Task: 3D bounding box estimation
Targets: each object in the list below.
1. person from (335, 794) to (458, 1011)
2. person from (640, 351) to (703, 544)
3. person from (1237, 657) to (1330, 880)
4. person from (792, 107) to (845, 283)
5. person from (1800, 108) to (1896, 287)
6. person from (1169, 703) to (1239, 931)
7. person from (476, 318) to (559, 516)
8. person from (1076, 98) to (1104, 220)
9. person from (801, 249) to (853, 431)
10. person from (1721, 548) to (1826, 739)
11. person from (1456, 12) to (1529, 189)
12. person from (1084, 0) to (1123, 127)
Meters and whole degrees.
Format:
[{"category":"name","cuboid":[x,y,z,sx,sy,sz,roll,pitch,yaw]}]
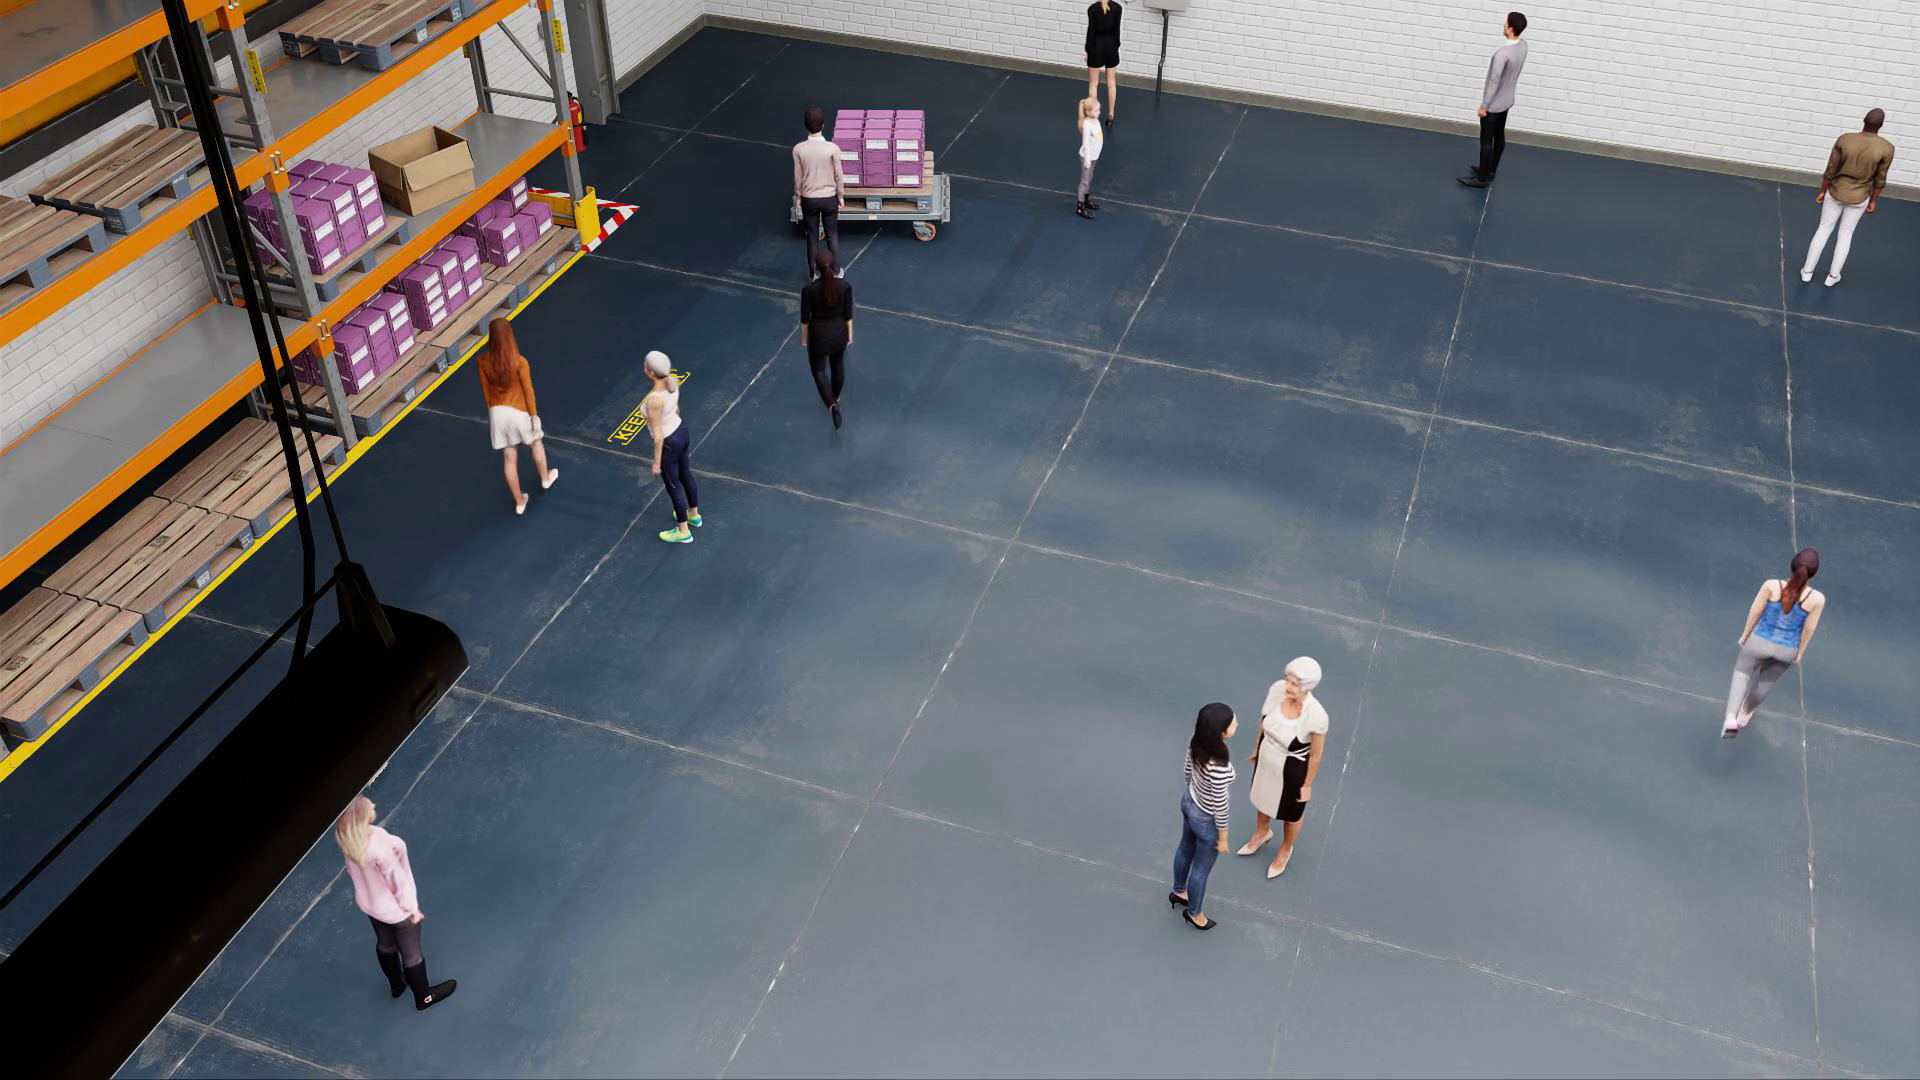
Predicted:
[{"category":"person","cuboid":[-3.290,2.071,9.521,0.649,1.688,0.619,23,44,26]},{"category":"person","cuboid":[-2.261,-0.735,13.023,0.670,1.701,0.476,10,40,13]},{"category":"person","cuboid":[2.023,1.396,10.311,0.716,1.755,0.709,-25,45,-28]},{"category":"person","cuboid":[-1.376,-3.335,16.194,0.693,1.807,0.653,0,39,0]},{"category":"person","cuboid":[8.637,-3.337,16.182,0.755,1.825,0.636,19,43,23]},{"category":"person","cuboid":[1.457,1.654,9.955,0.713,1.796,0.620,-11,40,-14]},{"category":"person","cuboid":[-3.602,-0.940,13.283,0.759,1.698,0.903,1,39,1]},{"category":"person","cuboid":[1.349,-4.046,17.507,0.544,1.279,0.426,14,41,16]},{"category":"person","cuboid":[-1.124,-1.680,14.254,0.924,1.642,1.019,-12,40,-14]},{"category":"person","cuboid":[5.489,0.740,11.260,0.646,1.596,0.901,20,43,23]},{"category":"person","cuboid":[5.783,-4.720,17.835,0.881,1.923,0.720,29,47,31]},{"category":"person","cuboid":[1.618,-5.563,19.015,0.666,1.767,0.692,-9,39,-11]}]
